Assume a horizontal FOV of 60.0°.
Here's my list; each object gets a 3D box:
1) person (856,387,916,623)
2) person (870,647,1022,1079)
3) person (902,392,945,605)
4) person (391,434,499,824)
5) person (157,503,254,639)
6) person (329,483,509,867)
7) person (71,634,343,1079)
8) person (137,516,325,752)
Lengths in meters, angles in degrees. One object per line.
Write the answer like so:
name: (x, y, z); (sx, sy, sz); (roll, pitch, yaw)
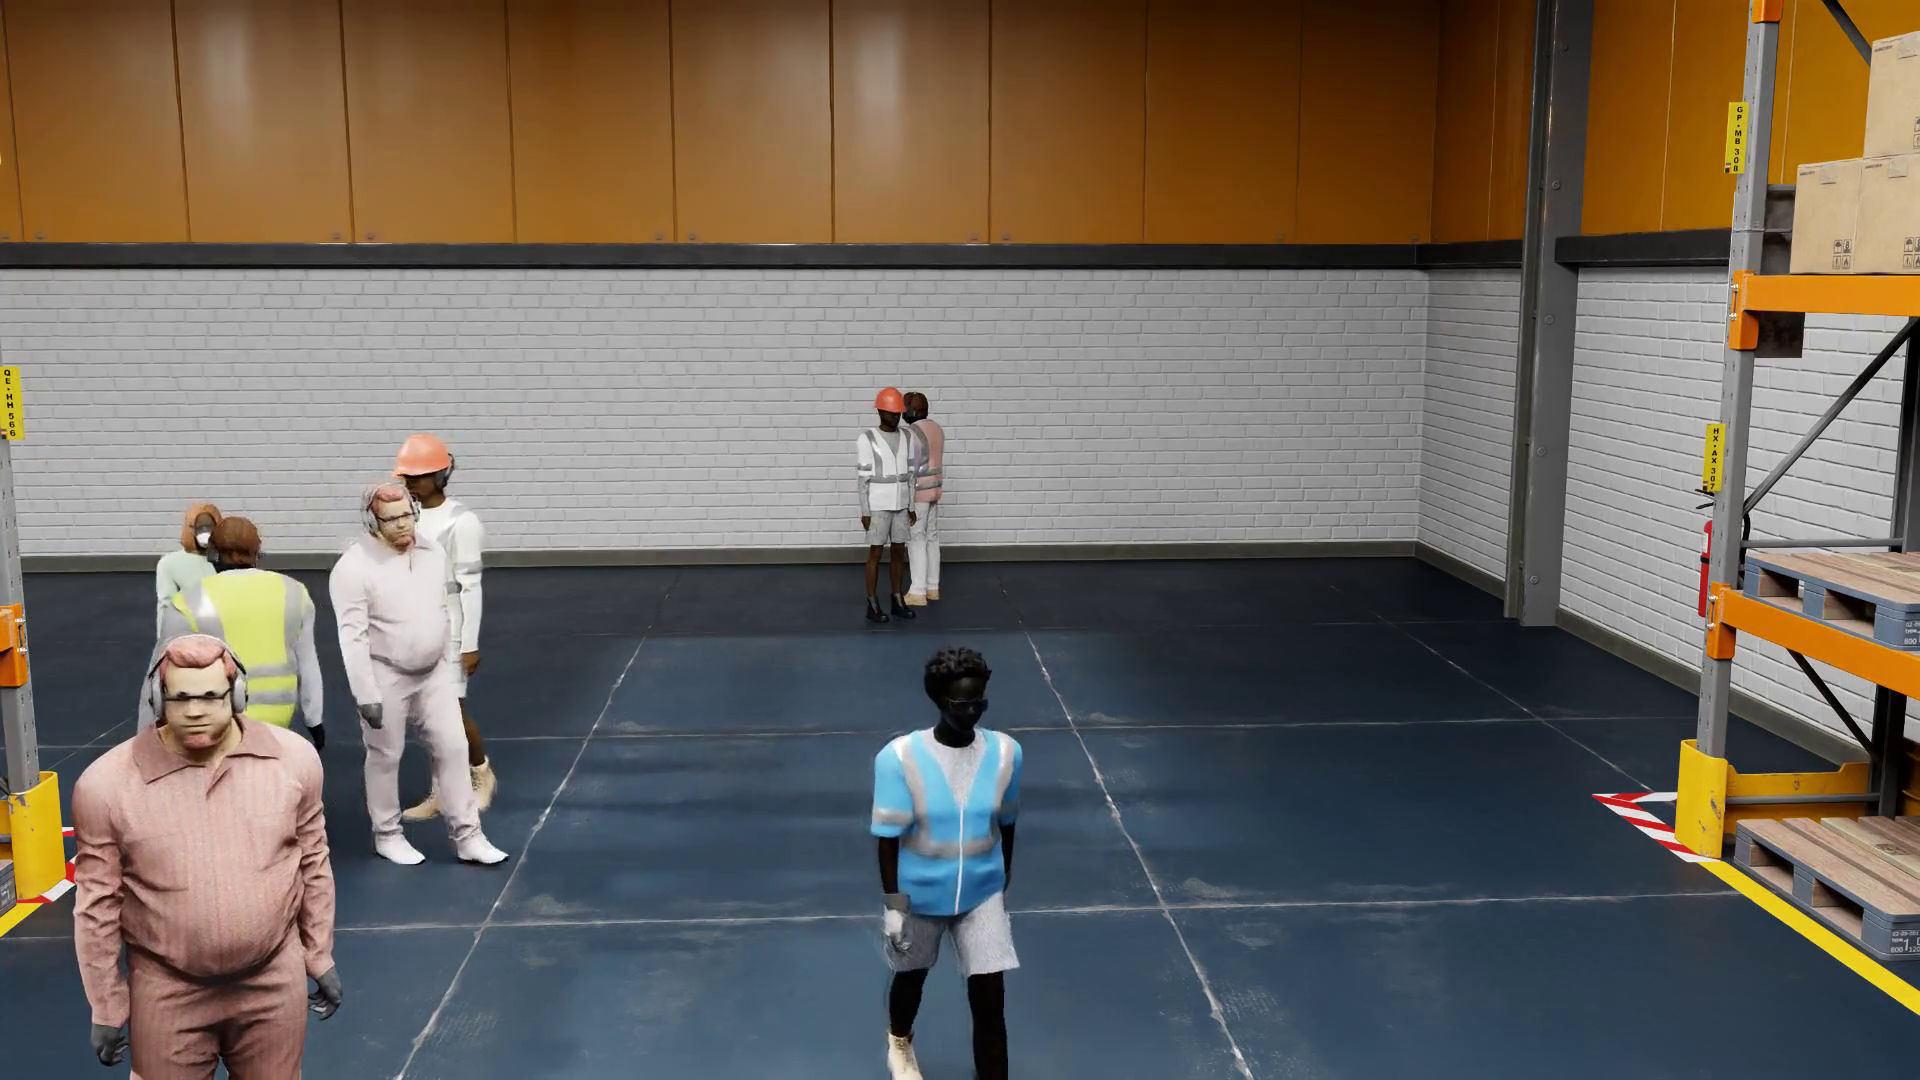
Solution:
person: (-0.578, -0.287, 13.627); (0.538, 1.929, 0.382); (-6, 11, -35)
person: (-0.052, 1.145, 5.475); (0.538, 1.655, 0.862); (-3, 9, -17)
person: (-0.372, -0.359, 14.343); (0.429, 1.839, 0.634); (4, 10, 25)
person: (-2.692, 0.462, 8.597); (0.610, 2.032, 0.477); (7, 11, 38)
person: (-4.175, 0.571, 9.262); (0.506, 1.599, 0.846); (-4, 10, -22)
person: (-2.524, 0.667, 7.803); (0.861, 1.868, 0.661); (6, 11, 33)
person: (-1.988, 1.183, 4.460); (0.651, 1.904, 0.401); (-6, 11, -35)
person: (-3.197, 0.798, 7.280); (0.977, 1.782, 0.735); (9, 12, 43)
